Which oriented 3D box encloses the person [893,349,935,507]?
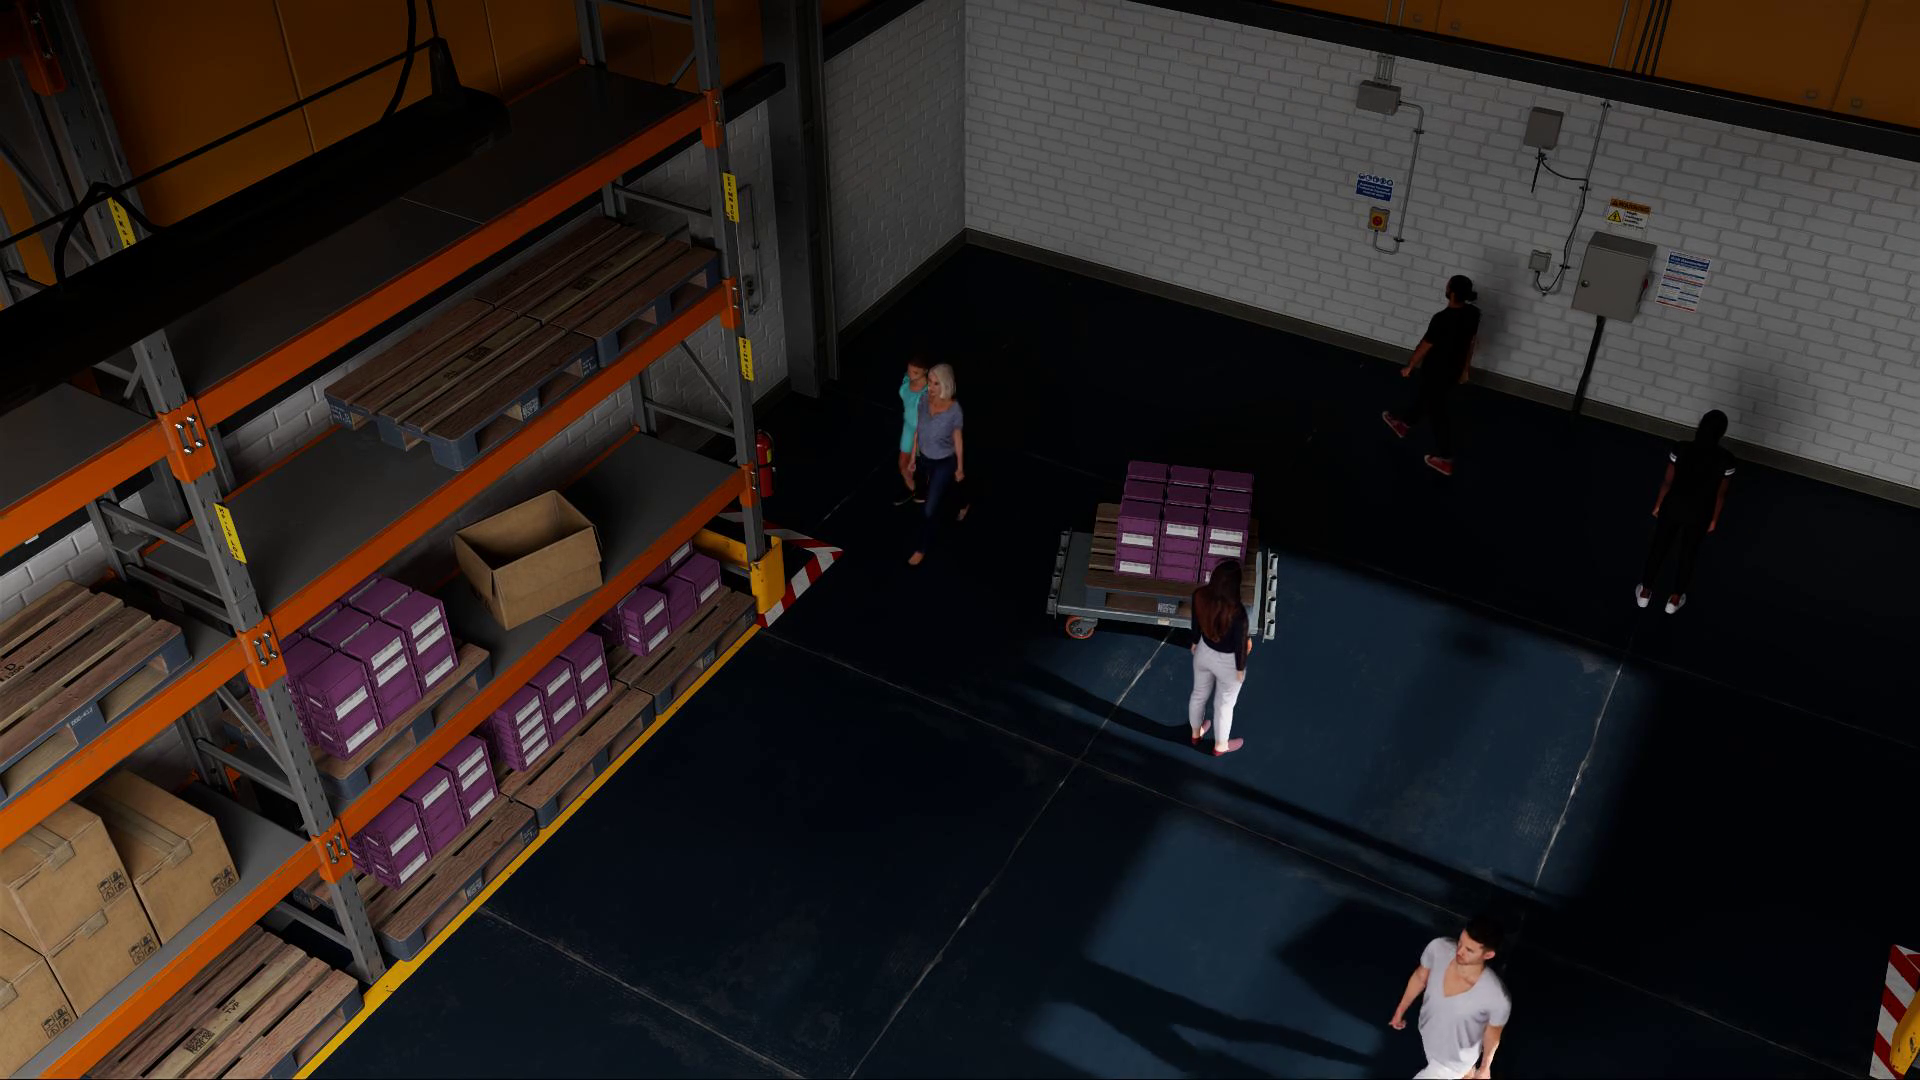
[{"bbox_3d":[-0.274,-0.910,13.170,0.728,1.534,0.657,-22,44,-25],"label":"person"}]

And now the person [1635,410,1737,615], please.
[{"bbox_3d":[5.301,-0.211,12.130,0.615,1.741,0.568,18,42,21],"label":"person"}]

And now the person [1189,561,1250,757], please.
[{"bbox_3d":[1.724,0.776,11.001,0.653,1.607,0.620,32,48,33],"label":"person"}]

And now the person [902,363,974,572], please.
[{"bbox_3d":[-0.104,-0.640,12.713,1.175,1.683,0.809,-31,48,-33],"label":"person"}]

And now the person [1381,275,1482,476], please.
[{"bbox_3d":[3.964,-1.304,13.523,1.128,1.710,0.986,-24,45,-27],"label":"person"}]

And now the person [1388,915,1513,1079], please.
[{"bbox_3d":[2.600,2.547,8.620,1.344,1.811,1.138,-18,42,-21],"label":"person"}]
